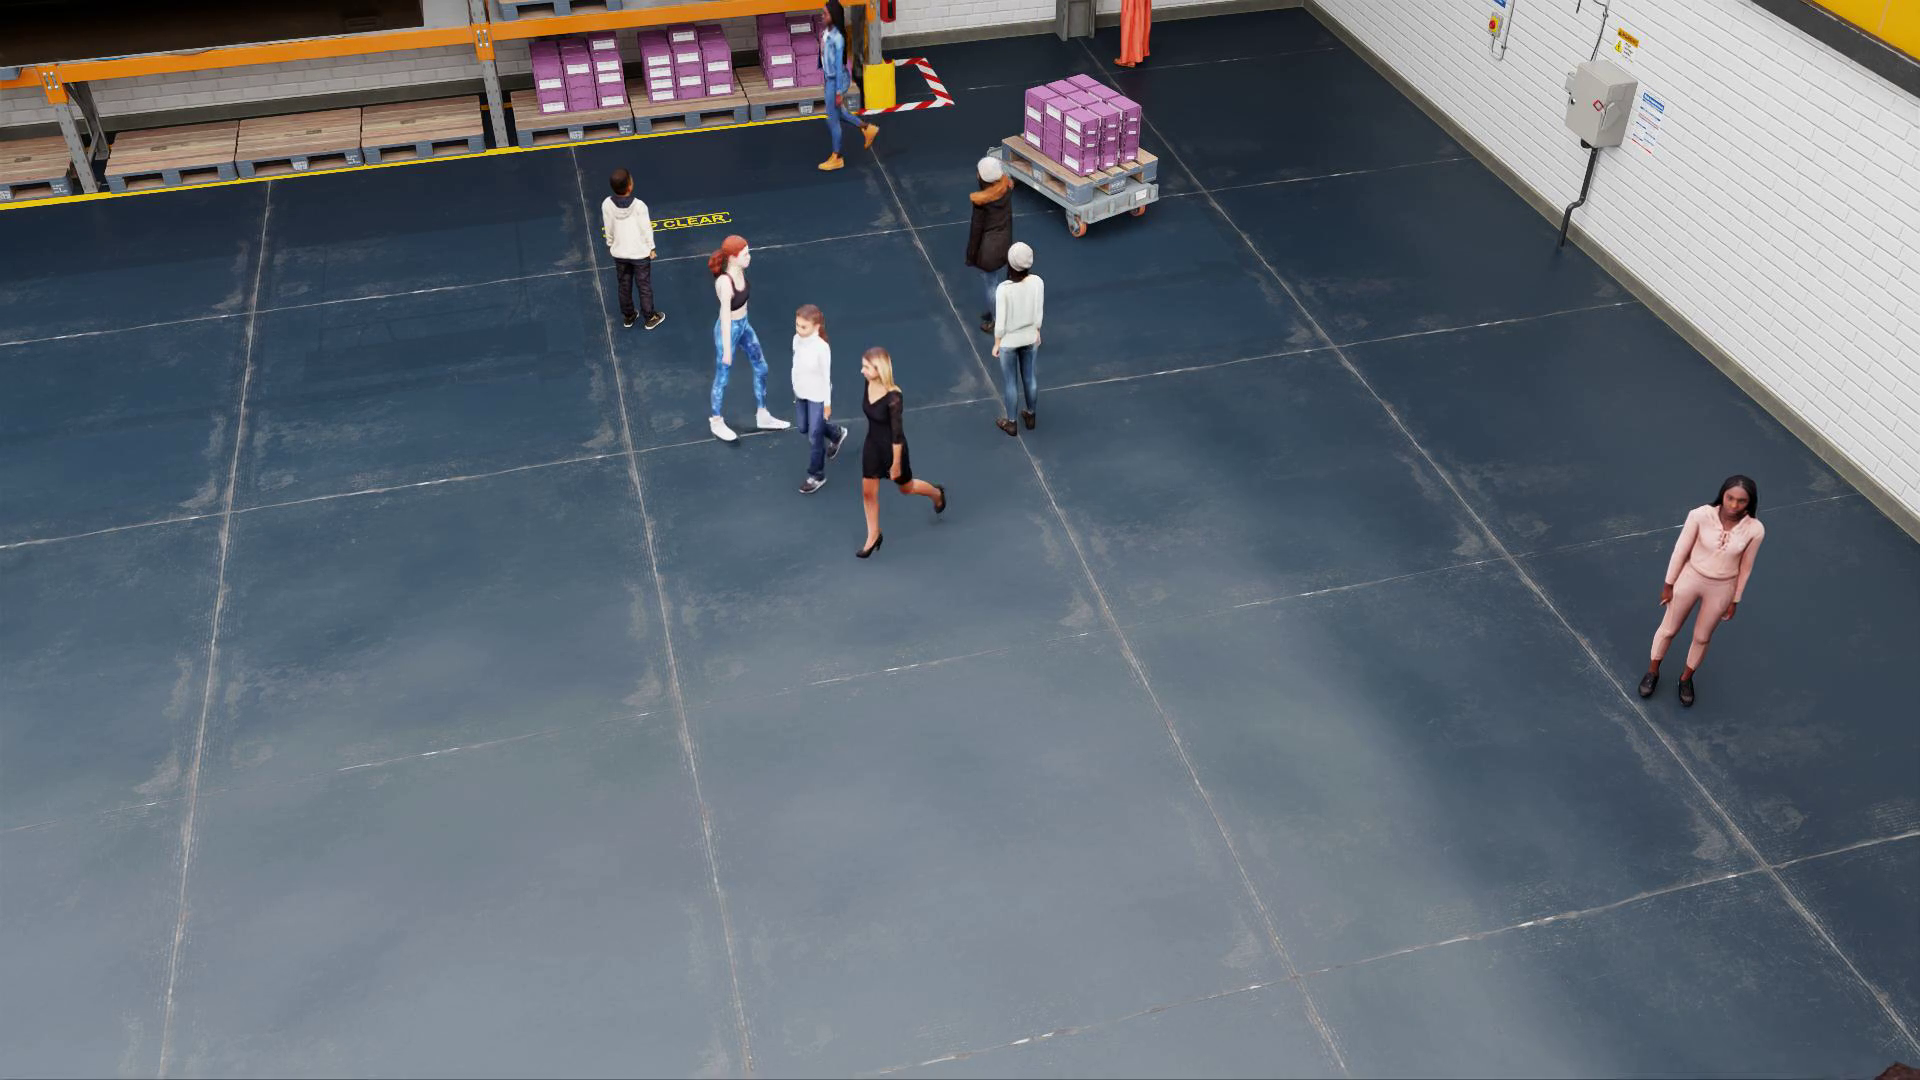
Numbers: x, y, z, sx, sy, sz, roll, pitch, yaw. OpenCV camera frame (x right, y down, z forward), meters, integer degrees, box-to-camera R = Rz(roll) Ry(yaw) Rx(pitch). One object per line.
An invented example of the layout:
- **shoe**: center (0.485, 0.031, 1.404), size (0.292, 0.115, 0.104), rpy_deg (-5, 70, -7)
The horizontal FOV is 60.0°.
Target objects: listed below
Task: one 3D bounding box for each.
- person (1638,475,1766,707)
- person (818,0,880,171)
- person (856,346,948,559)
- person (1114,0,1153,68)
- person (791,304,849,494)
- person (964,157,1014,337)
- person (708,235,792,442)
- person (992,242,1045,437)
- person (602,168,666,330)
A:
- **person**: center (4.661, 0.304, 10.433), size (0.667, 1.721, 0.763), rpy_deg (13, 40, 16)
- **person**: center (-1.135, -4.501, 16.471), size (0.900, 1.695, 0.628), rpy_deg (-12, 40, -14)
- **person**: center (-0.443, -0.639, 11.676), size (1.133, 1.643, 0.880), rpy_deg (-28, 46, -30)
- **person**: center (1.957, -6.169, 18.473), size (0.781, 1.803, 0.714), rpy_deg (21, 43, 25)
- **person**: center (-1.020, -1.102, 12.336), size (0.789, 1.544, 0.909), rpy_deg (27, 46, 30)
- **person**: center (0.327, -2.433, 13.938), size (0.815, 1.625, 0.730), rpy_deg (26, 46, 29)
- **person**: center (-1.769, -1.540, 12.707), size (0.961, 1.765, 0.826), rpy_deg (12, 40, 14)
- **person**: center (0.446, -1.561, 12.831), size (0.487, 1.644, 0.665), rpy_deg (-18, 42, -21)
- **person**: center (-2.796, -2.463, 14.111), size (0.603, 1.455, 0.718), rpy_deg (8, 39, 10)
